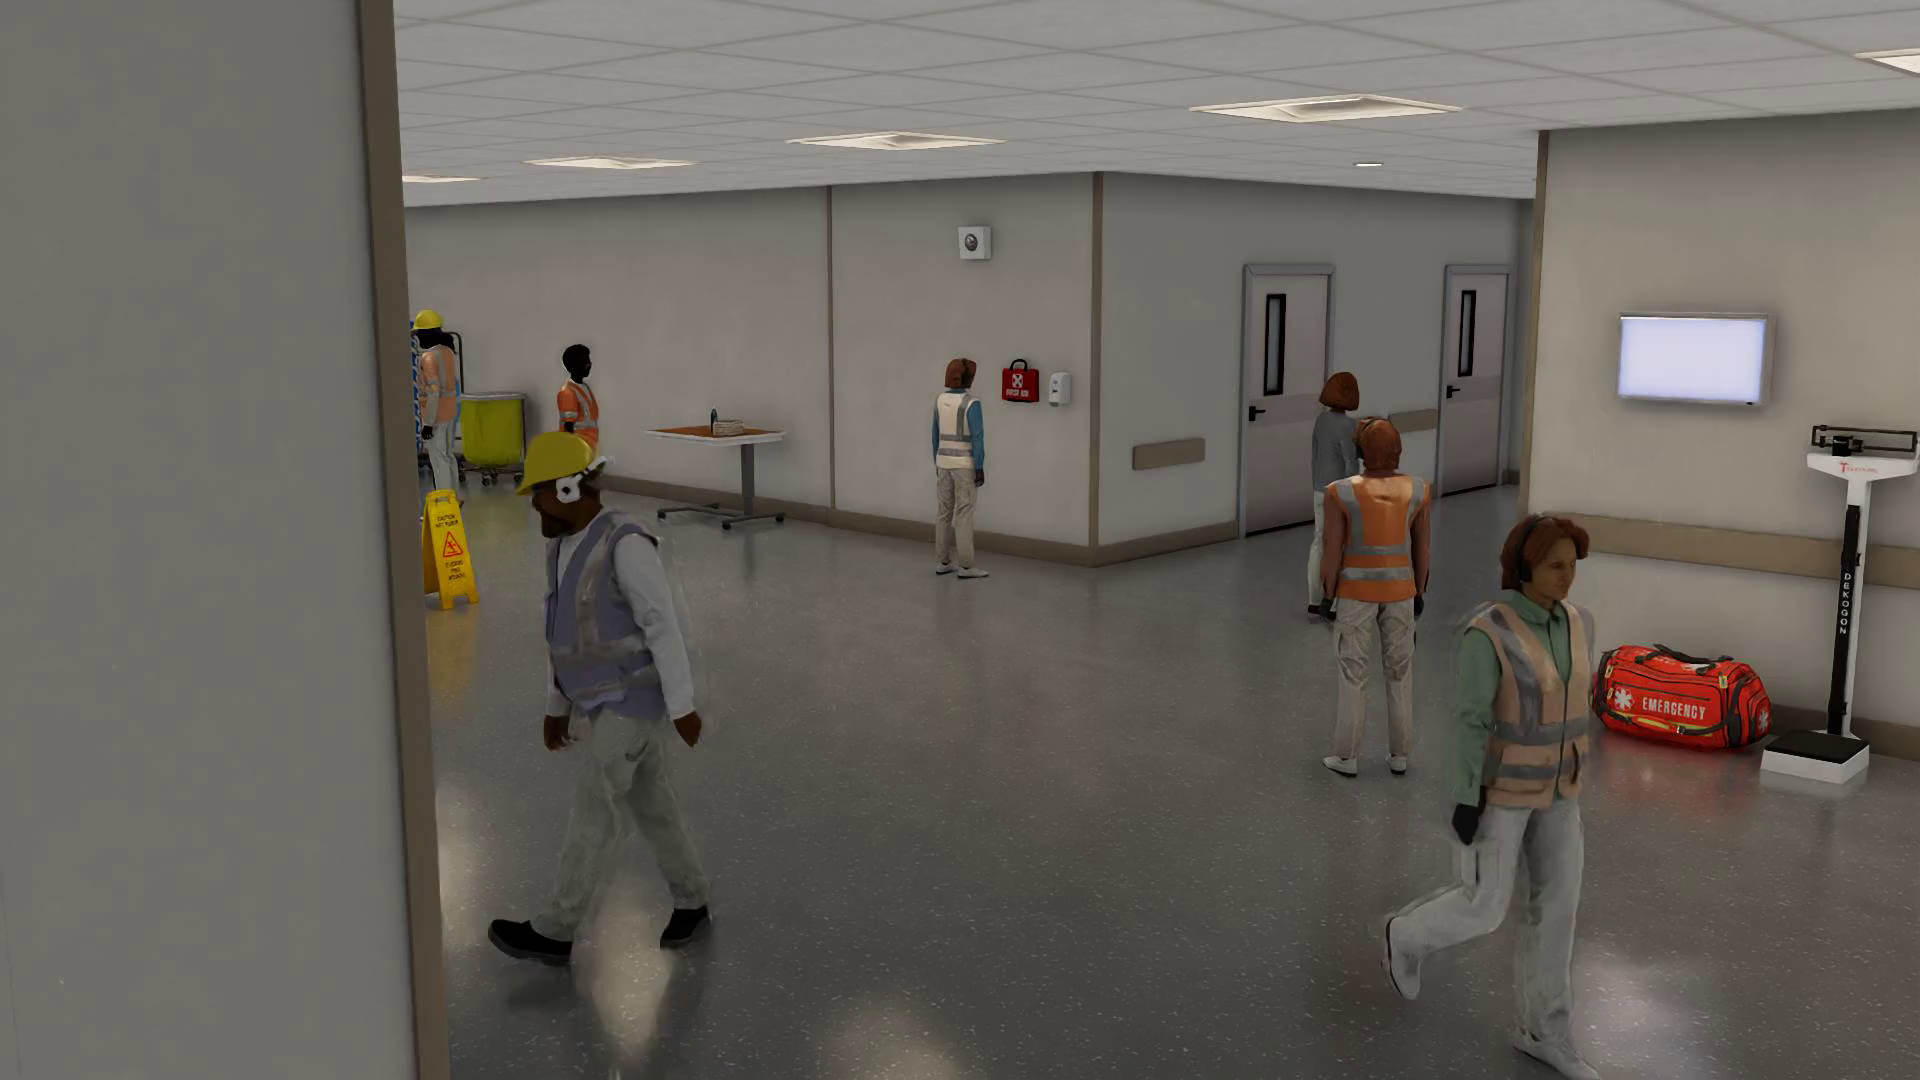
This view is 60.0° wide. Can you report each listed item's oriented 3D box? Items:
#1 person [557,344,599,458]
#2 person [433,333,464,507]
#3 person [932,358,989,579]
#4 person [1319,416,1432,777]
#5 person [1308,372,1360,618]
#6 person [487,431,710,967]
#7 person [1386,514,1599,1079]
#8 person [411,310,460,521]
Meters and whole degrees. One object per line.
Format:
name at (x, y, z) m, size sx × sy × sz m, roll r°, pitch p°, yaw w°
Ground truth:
person at (-3.072, -0.730, 13.438) m, size 0.315 × 1.696 × 0.541 m, roll 1°, pitch 9°, yaw 4°
person at (-4.966, -1.146, 16.026) m, size 0.319 × 1.690 × 0.535 m, roll -1°, pitch 9°, yaw -8°
person at (-0.010, -0.534, 12.418) m, size 0.310 × 1.638 × 0.523 m, roll -8°, pitch 12°, yaw -41°
person at (1.873, 0.262, 7.522) m, size 0.512 × 1.644 × 0.307 m, roll -1°, pitch 9°, yaw -6°
person at (2.463, -0.282, 10.885) m, size 0.285 × 1.634 × 0.499 m, roll -2°, pitch 10°, yaw -15°
person at (-1.188, 0.527, 5.531) m, size 0.791 × 1.768 × 0.633 m, roll -5°, pitch 11°, yaw -30°
person at (1.581, 0.712, 4.853) m, size 0.521 × 1.619 × 0.654 m, roll -5°, pitch 11°, yaw -30°
person at (-4.792, -1.131, 15.194) m, size 0.373 × 1.924 × 0.594 m, roll 0°, pitch 9°, yaw 0°
